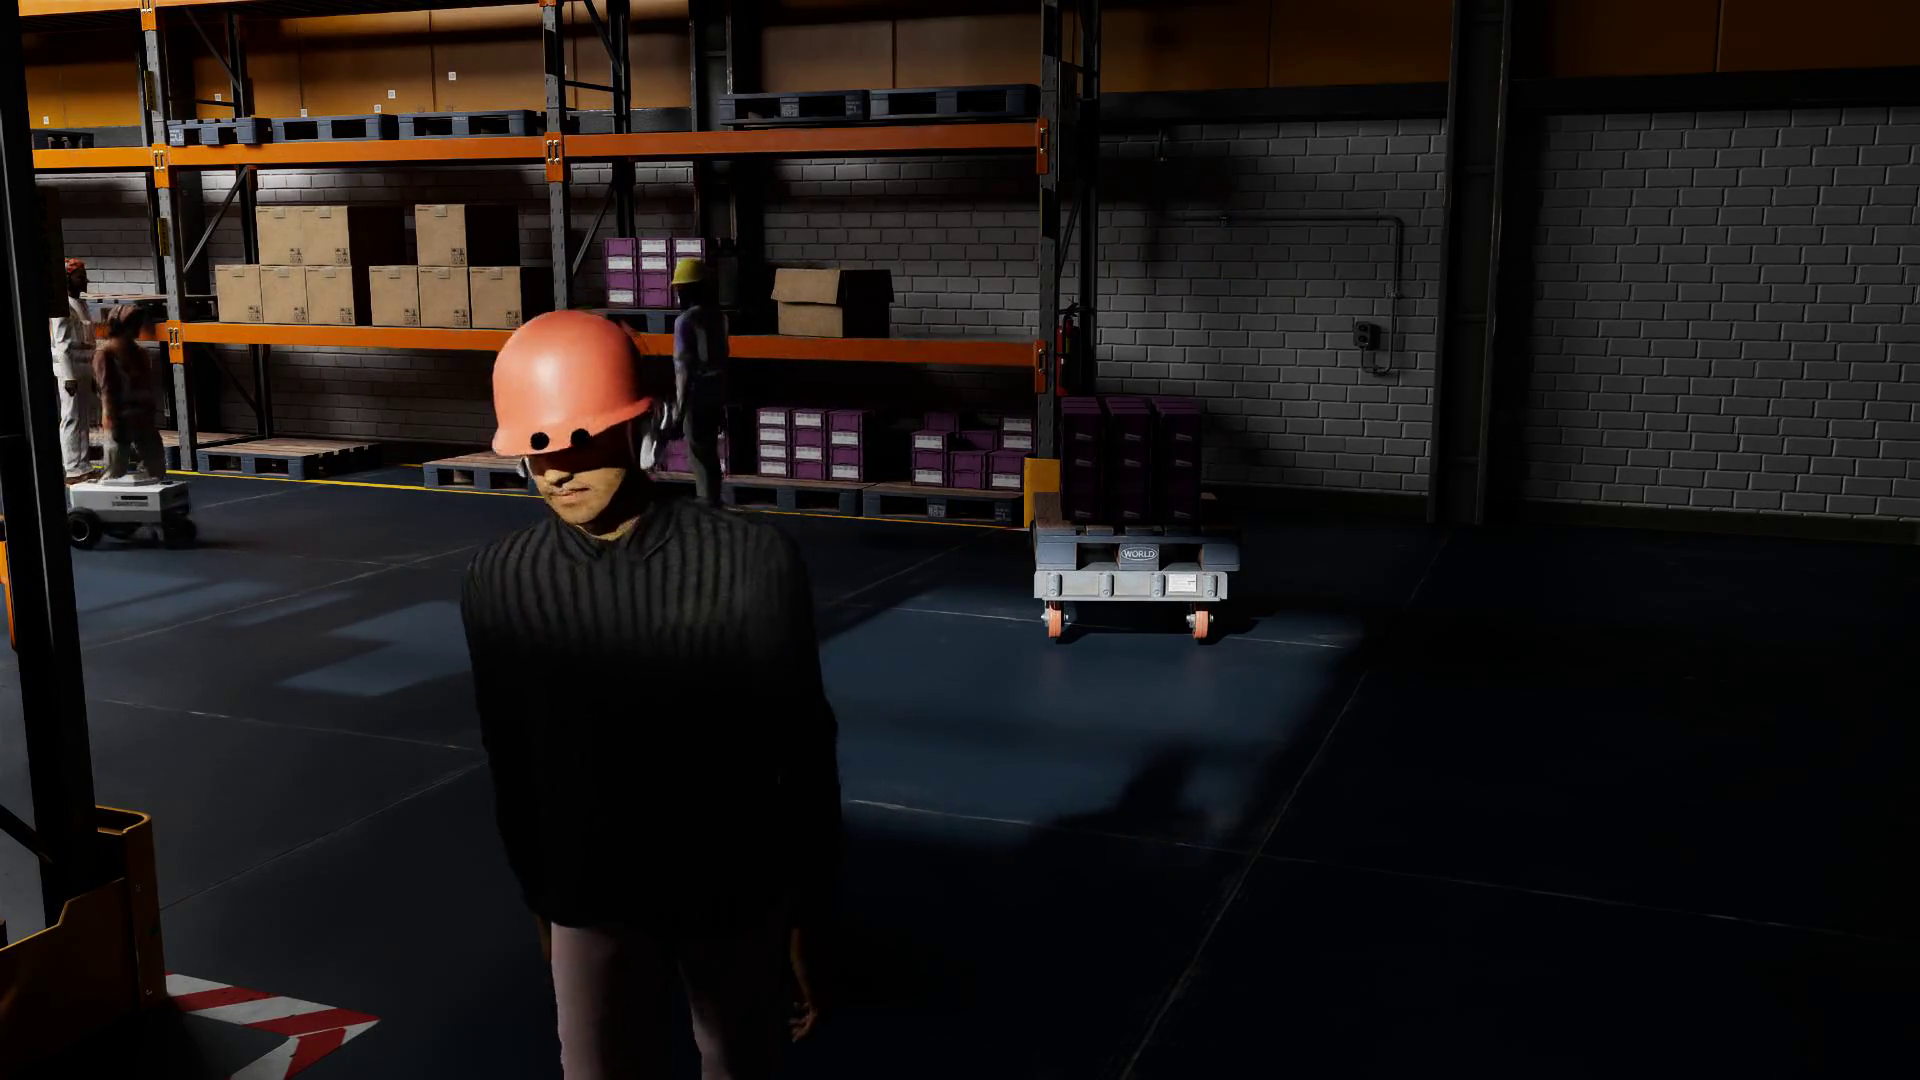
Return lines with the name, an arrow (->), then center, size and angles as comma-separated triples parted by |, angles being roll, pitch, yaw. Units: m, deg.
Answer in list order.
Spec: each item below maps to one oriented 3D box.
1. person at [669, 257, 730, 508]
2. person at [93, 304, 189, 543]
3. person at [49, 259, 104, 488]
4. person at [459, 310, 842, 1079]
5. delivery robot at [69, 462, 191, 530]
person -> -1.760, -0.937, 11.239 | 0.409, 1.930, 0.607 | 4, 11, 20
person -> -5.589, -0.769, 11.106 | 0.692, 1.613, 0.510 | 3, 11, 16
person -> -7.286, -1.370, 13.736 | 0.362, 1.883, 0.575 | -2, 10, -9
person -> -0.510, 0.578, 2.796 | 0.618, 1.926, 1.079 | -1, 10, -5
delivery robot -> -5.530, -0.280, 11.098 | 0.707, 0.478, 0.477 | 1, 10, 5
